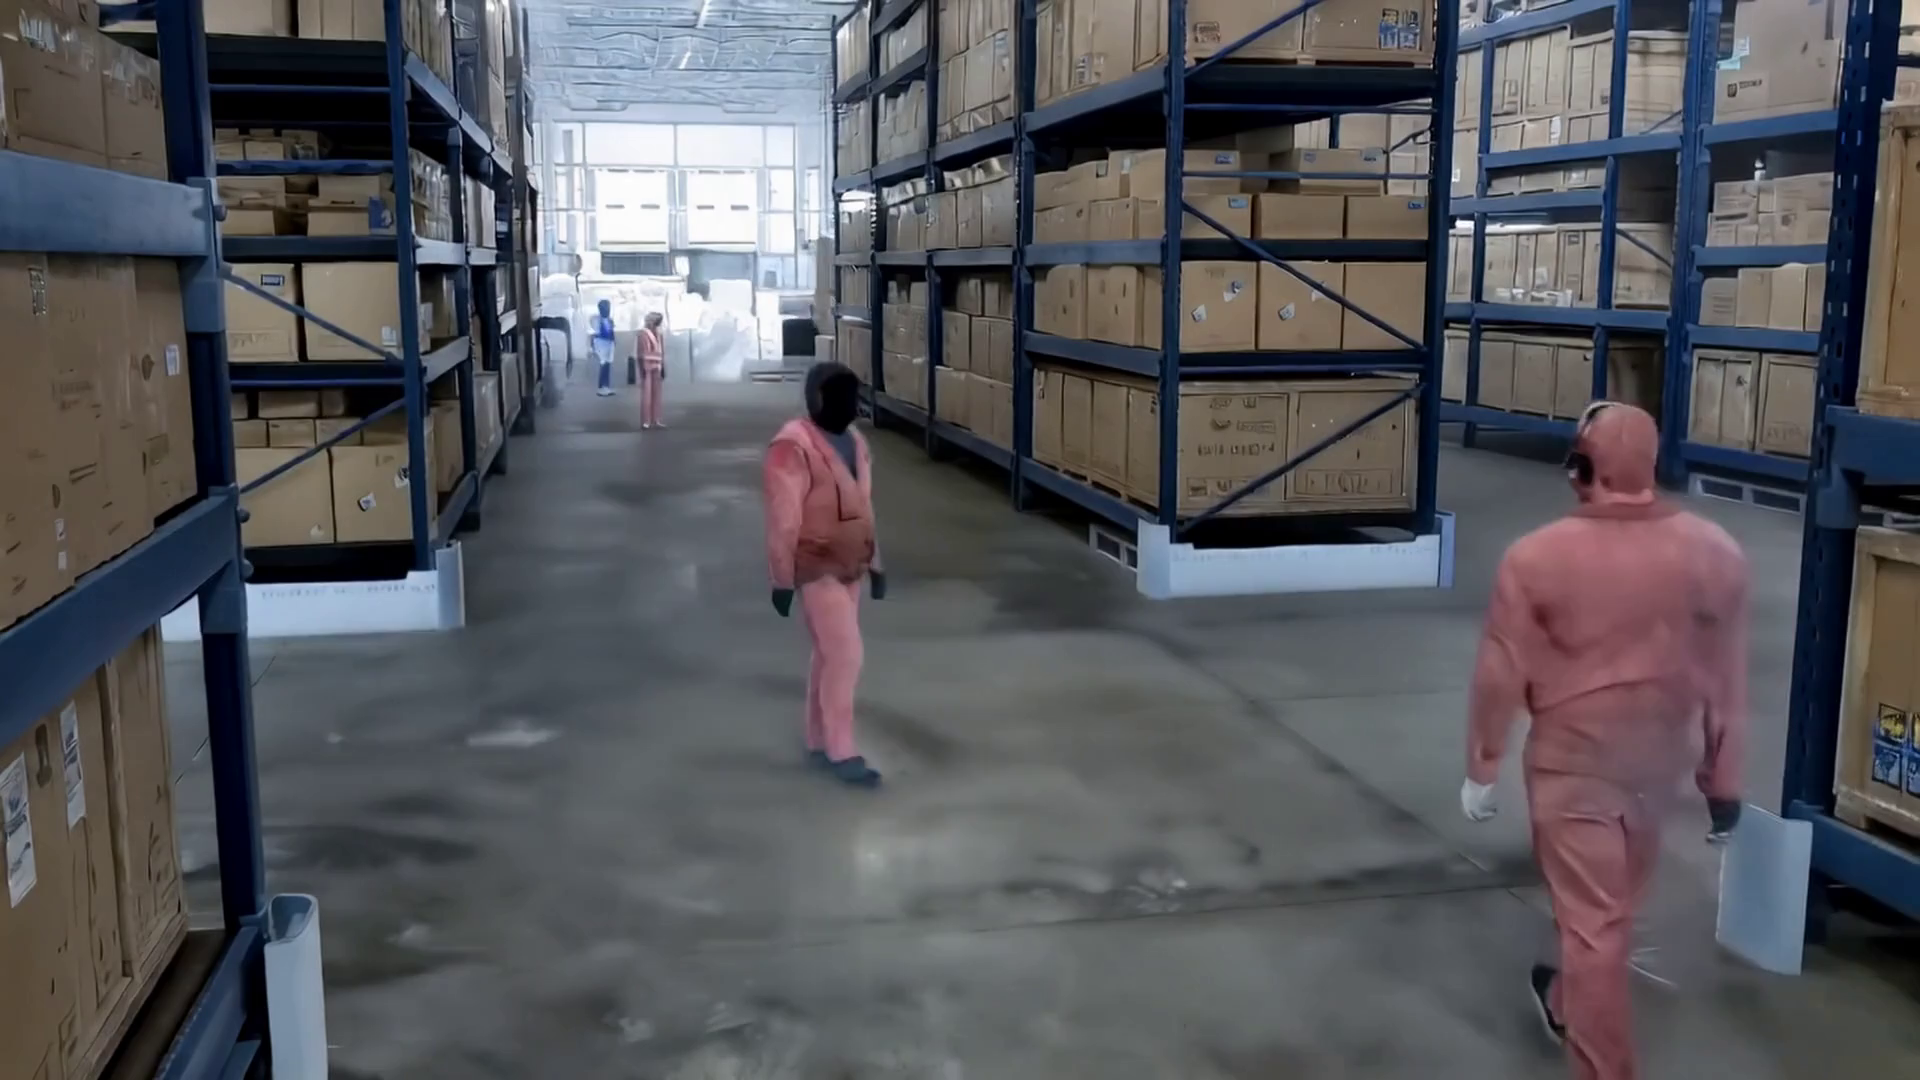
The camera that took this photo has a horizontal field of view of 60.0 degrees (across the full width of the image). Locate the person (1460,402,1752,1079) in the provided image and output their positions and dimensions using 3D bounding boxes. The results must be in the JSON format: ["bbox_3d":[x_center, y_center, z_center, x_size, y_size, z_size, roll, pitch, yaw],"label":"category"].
[{"bbox_3d":[1.644,0.571,4.402,0.665,1.865,0.963,-1,9,-7],"label":"person"}]

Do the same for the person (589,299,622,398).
[{"bbox_3d":[-5.973,-3.245,28.254,0.787,1.662,0.549,7,12,36],"label":"person"}]

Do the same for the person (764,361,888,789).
[{"bbox_3d":[-0.479,0.148,7.126,0.622,1.820,0.653,5,10,27],"label":"person"}]

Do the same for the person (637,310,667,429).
[{"bbox_3d":[-4.232,-2.333,22.838,0.347,1.628,0.525,5,11,28],"label":"person"}]

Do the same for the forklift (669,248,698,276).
[{"bbox_3d":[-9.059,-8.182,54.697,1.129,2.768,1.873,-8,12,-40],"label":"forklift"}]

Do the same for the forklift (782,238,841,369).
[{"bbox_3d":[-2.810,-5.090,35.851,1.873,2.768,1.129,4,10,21],"label":"forklift"}]

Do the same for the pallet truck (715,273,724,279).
[{"bbox_3d":[-8.580,-8.986,62.280,1.885,1.965,0.823,1,9,5],"label":"pallet truck"}]
